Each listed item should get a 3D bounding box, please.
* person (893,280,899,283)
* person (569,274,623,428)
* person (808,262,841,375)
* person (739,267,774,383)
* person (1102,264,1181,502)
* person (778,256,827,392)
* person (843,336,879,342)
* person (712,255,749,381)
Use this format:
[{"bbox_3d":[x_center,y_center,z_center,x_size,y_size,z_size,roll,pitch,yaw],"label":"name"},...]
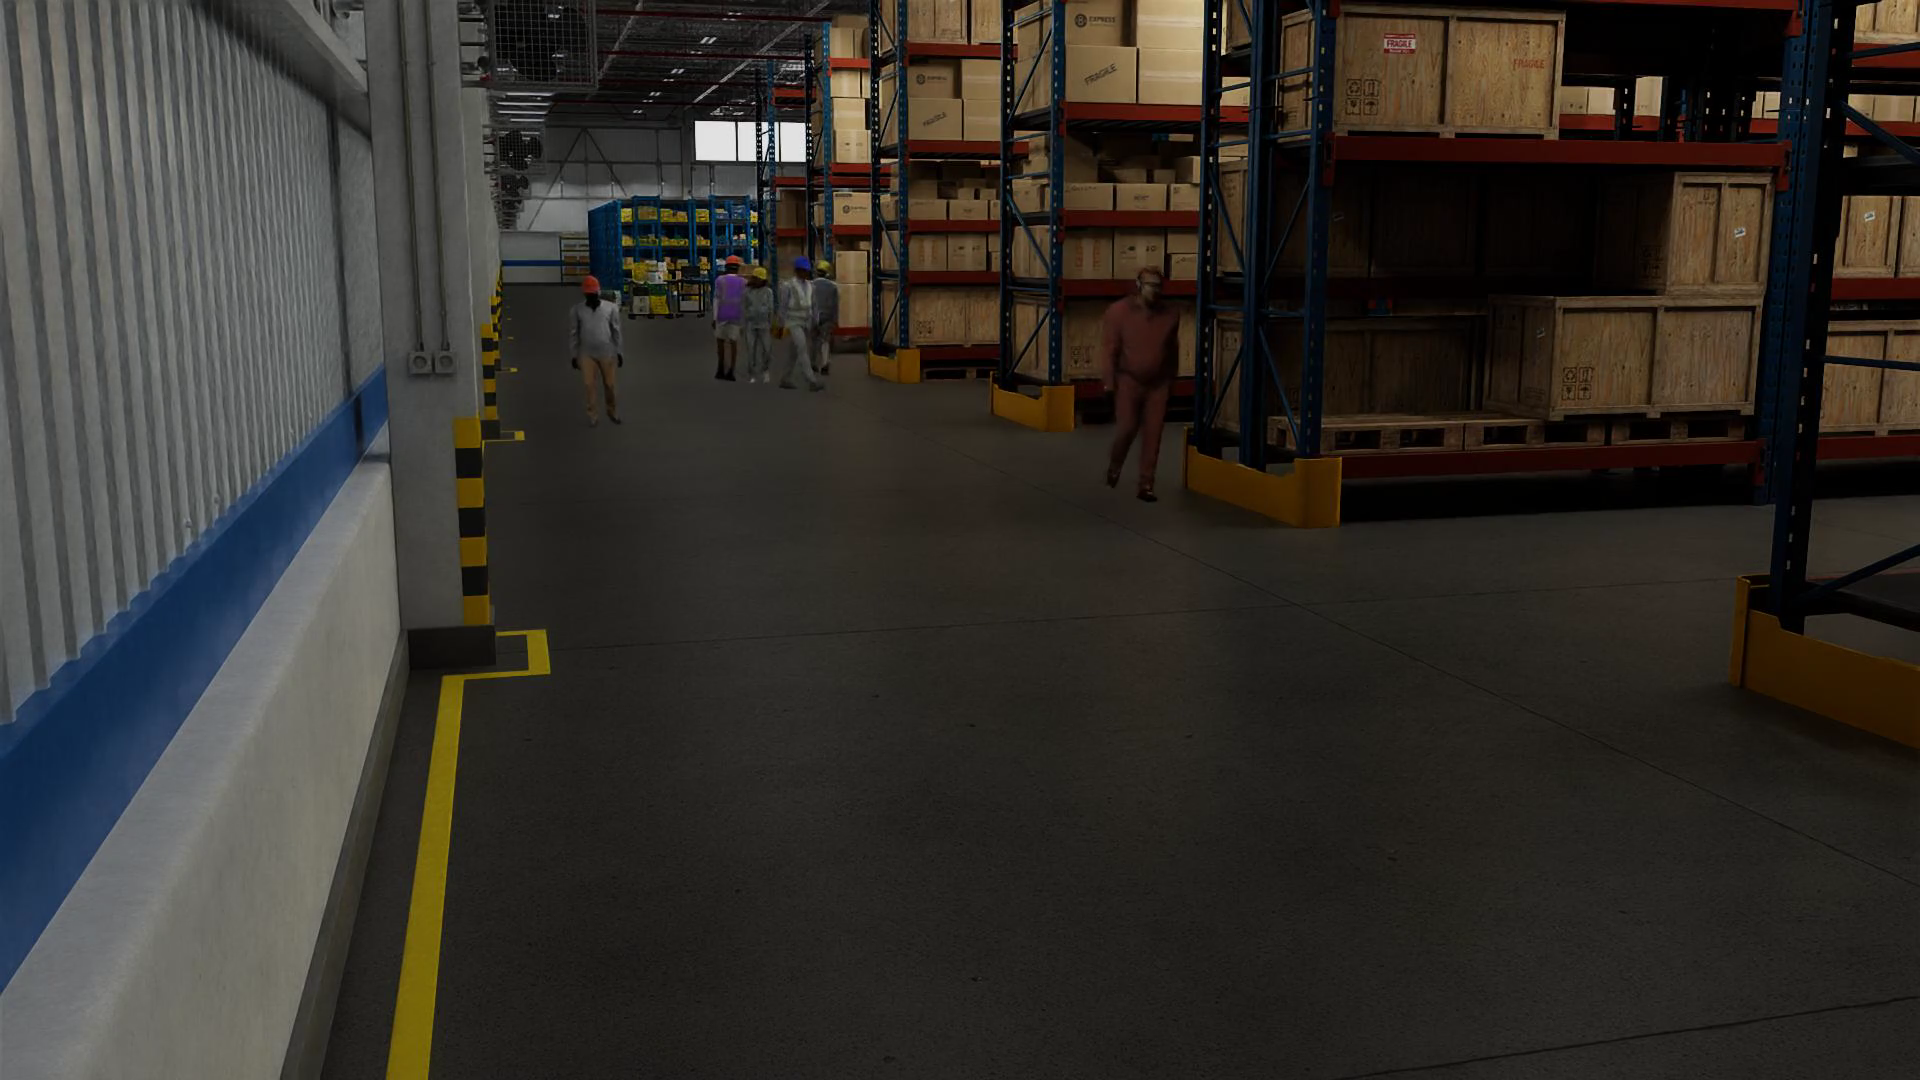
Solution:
[{"bbox_3d":[-0.966,-3.644,27.286,0.866,1.724,0.542,-3,11,-18],"label":"person"},{"bbox_3d":[-4.073,-2.109,18.622,0.598,1.719,0.533,-2,10,-11],"label":"person"},{"bbox_3d":[-2.213,-3.506,26.361,0.656,1.781,0.732,-1,10,-4],"label":"person"},{"bbox_3d":[-3.006,-3.155,24.516,0.527,1.712,0.521,-1,10,-7],"label":"person"},{"bbox_3d":[1.452,-1.261,13.315,0.652,1.880,0.550,-2,10,-11],"label":"person"},{"bbox_3d":[-2.235,-3.028,23.354,1.018,1.884,0.624,8,13,37],"label":"person"},{"bbox_3d":[-2.035,-5.090,35.240,0.867,1.805,0.628,-2,10,-9],"label":"person"},{"bbox_3d":[-3.494,-3.360,25.230,0.606,1.879,0.653,-4,11,-19],"label":"person"}]
